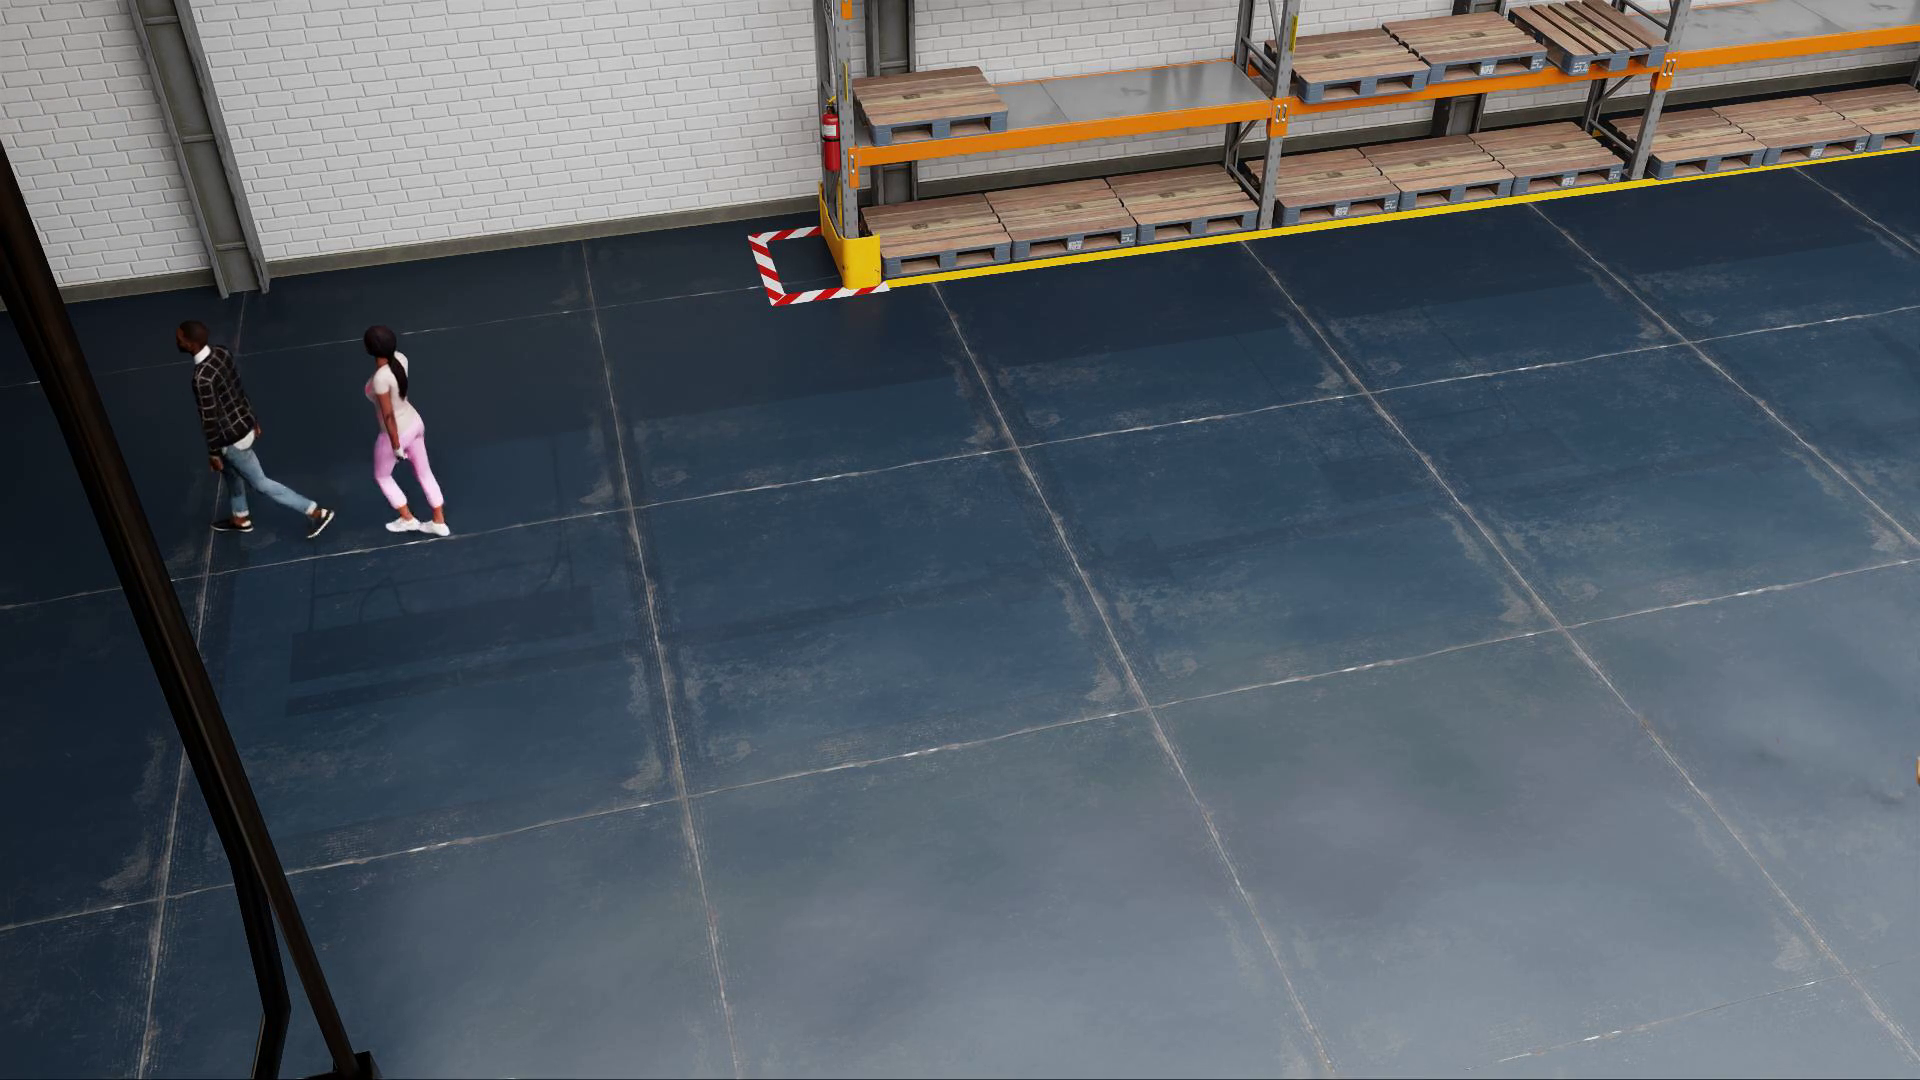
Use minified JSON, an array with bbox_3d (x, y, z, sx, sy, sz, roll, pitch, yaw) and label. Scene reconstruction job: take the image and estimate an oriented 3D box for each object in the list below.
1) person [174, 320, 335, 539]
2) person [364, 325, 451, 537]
[{"bbox_3d":[-4.954,-0.731,11.599,1.248,1.784,0.864,-2,39,-2],"label":"person"},{"bbox_3d":[-3.829,-0.690,11.679,0.813,1.620,0.738,8,39,10],"label":"person"}]
